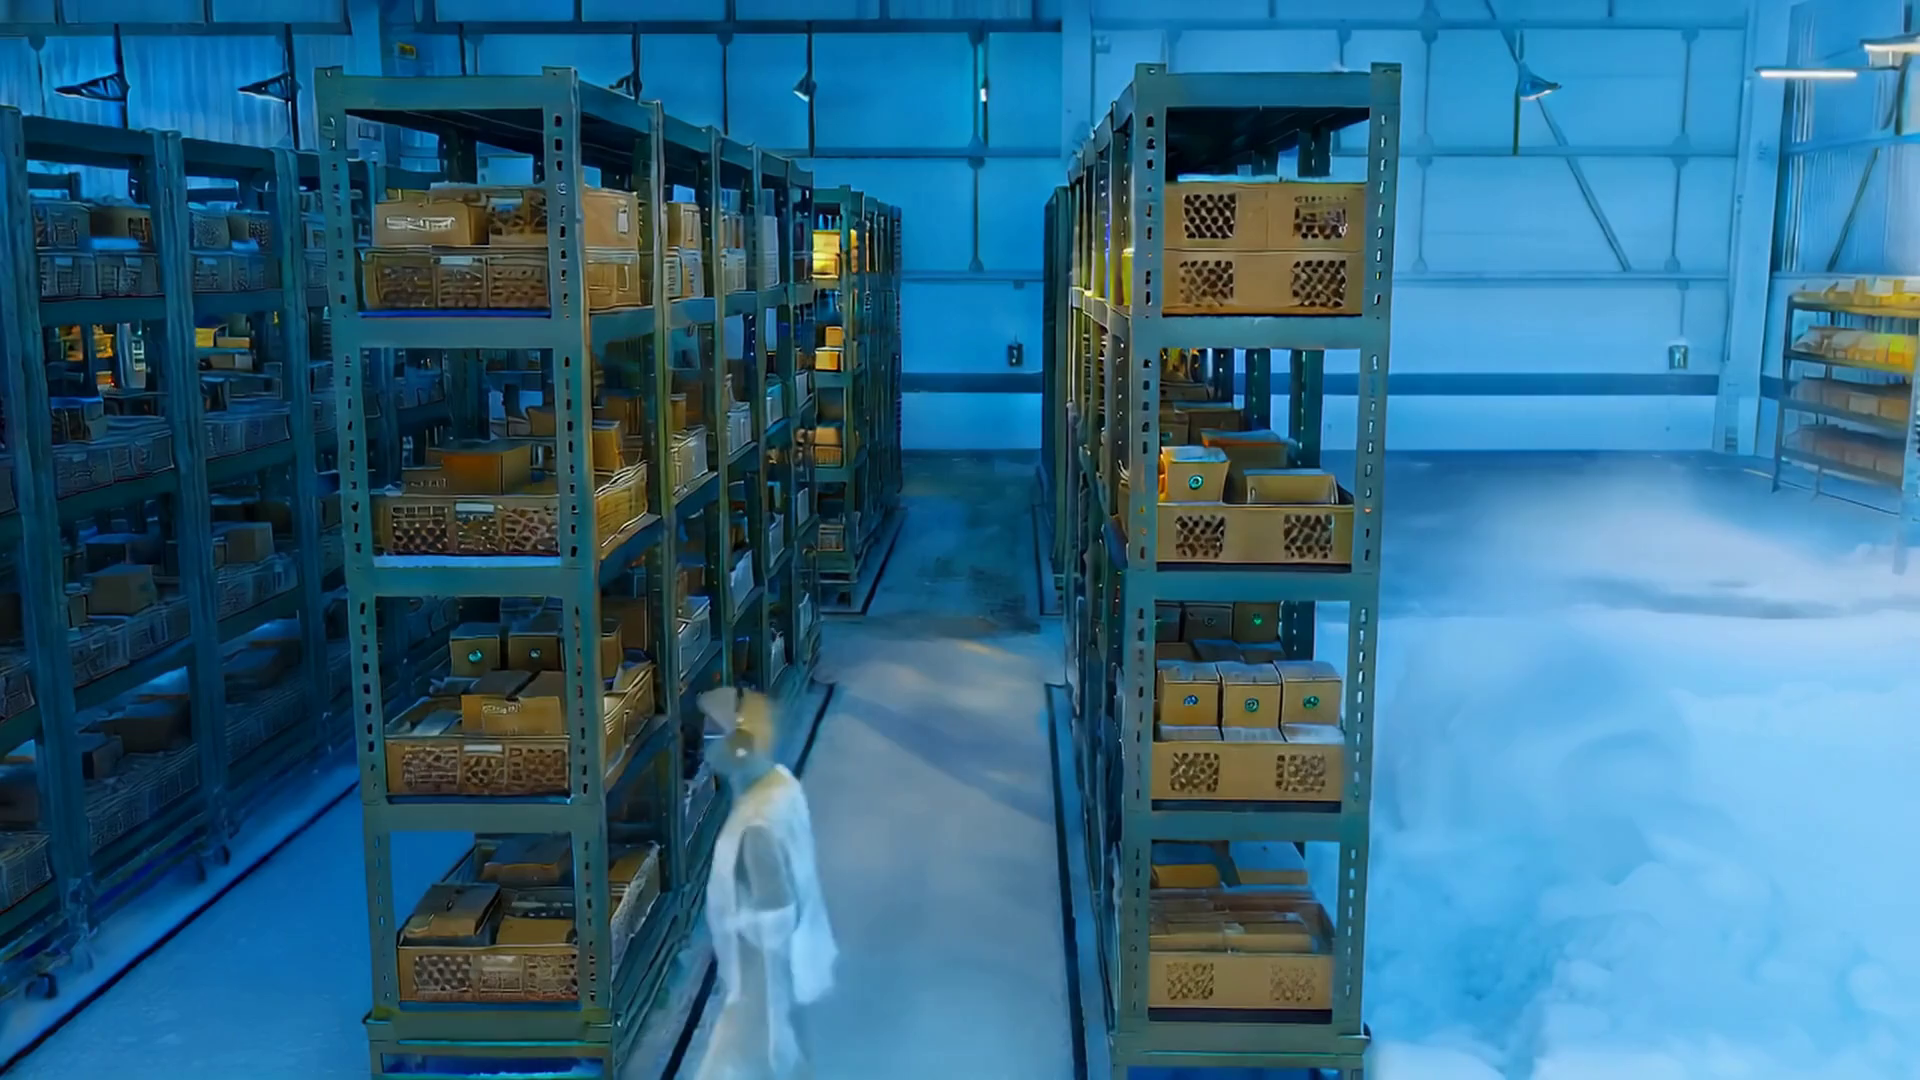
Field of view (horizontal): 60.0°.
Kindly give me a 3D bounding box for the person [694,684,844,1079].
[{"bbox_3d":[-0.665,1.304,4.950,0.973,1.788,0.591,0,10,-2],"label":"person"}]
